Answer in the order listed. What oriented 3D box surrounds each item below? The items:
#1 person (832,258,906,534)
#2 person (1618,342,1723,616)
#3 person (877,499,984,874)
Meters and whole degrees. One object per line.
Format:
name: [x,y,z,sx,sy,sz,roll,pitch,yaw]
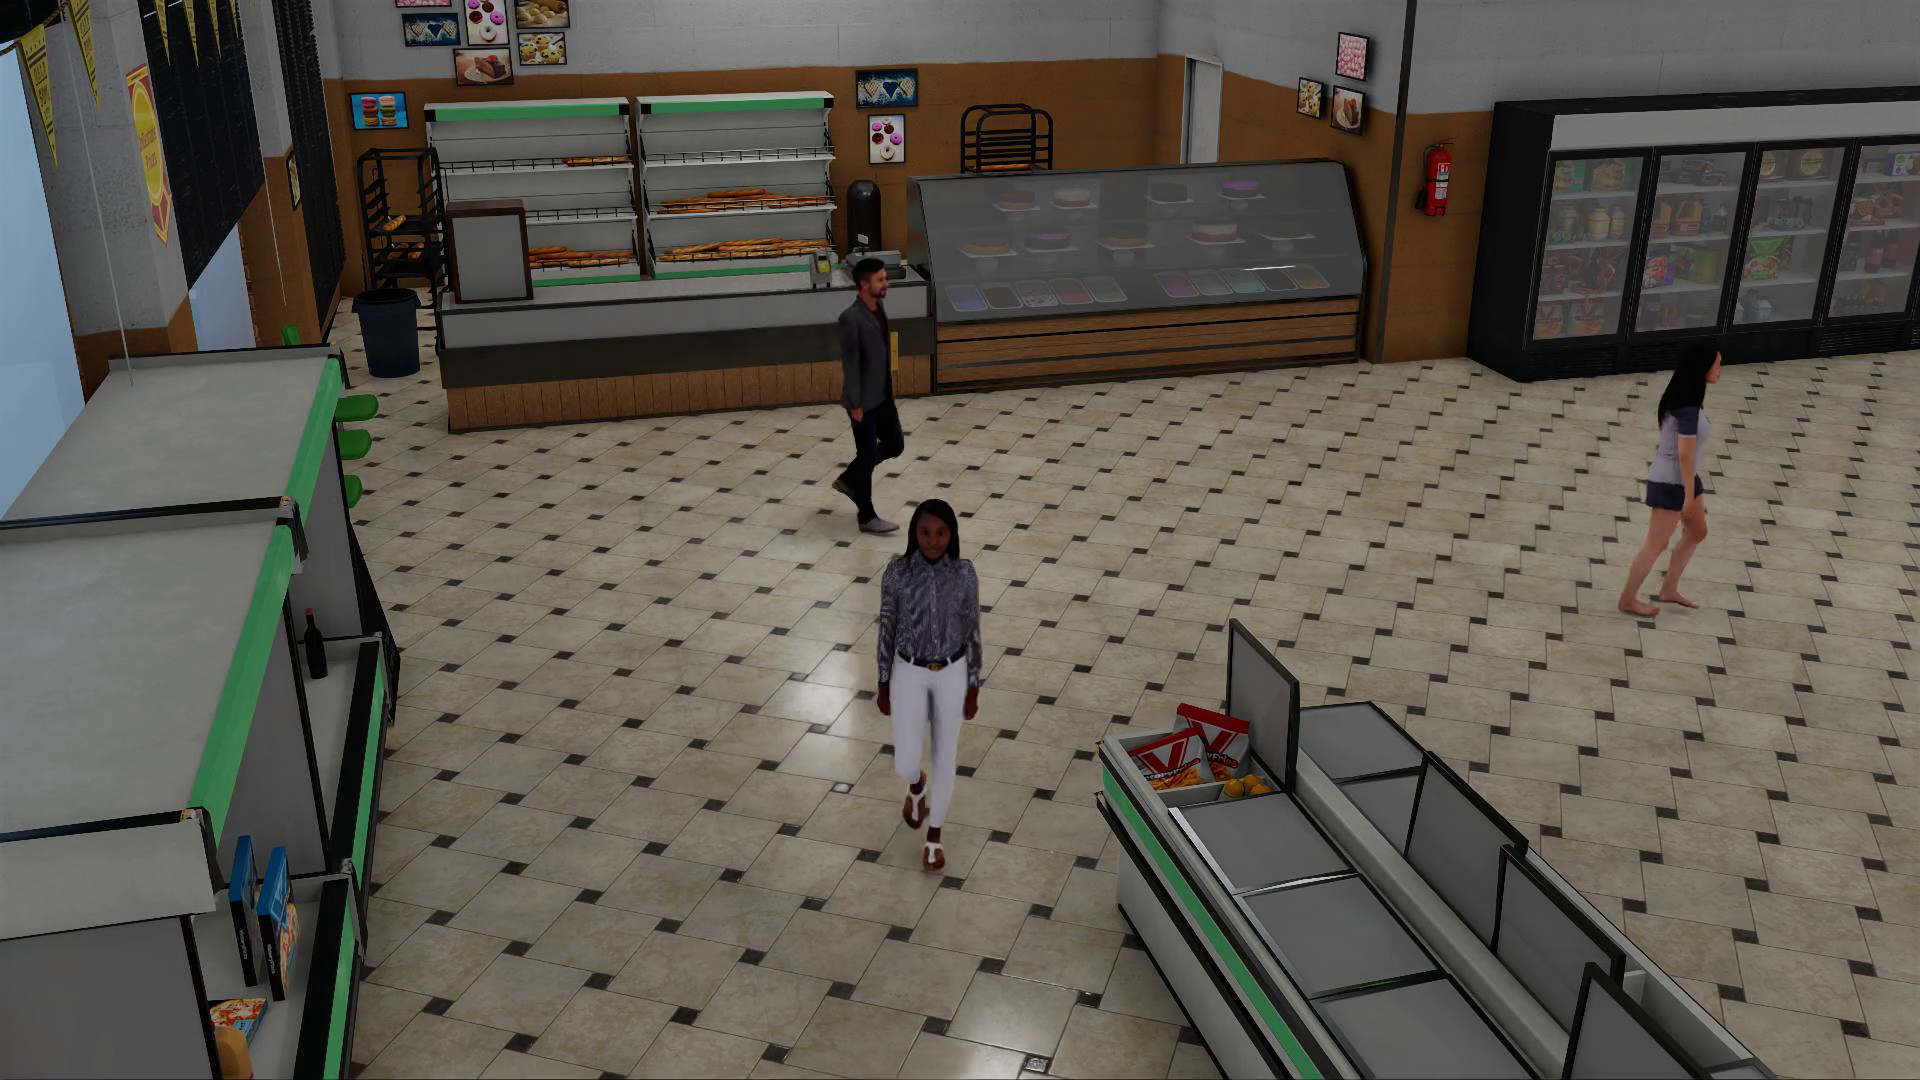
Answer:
person: [-0.680,-0.961,11.060,0.972,1.862,0.920,9,24,21]
person: [4.105,-0.348,9.772,0.836,1.686,0.777,8,23,19]
person: [-0.134,0.605,7.359,0.690,1.717,0.785,-1,22,-3]
